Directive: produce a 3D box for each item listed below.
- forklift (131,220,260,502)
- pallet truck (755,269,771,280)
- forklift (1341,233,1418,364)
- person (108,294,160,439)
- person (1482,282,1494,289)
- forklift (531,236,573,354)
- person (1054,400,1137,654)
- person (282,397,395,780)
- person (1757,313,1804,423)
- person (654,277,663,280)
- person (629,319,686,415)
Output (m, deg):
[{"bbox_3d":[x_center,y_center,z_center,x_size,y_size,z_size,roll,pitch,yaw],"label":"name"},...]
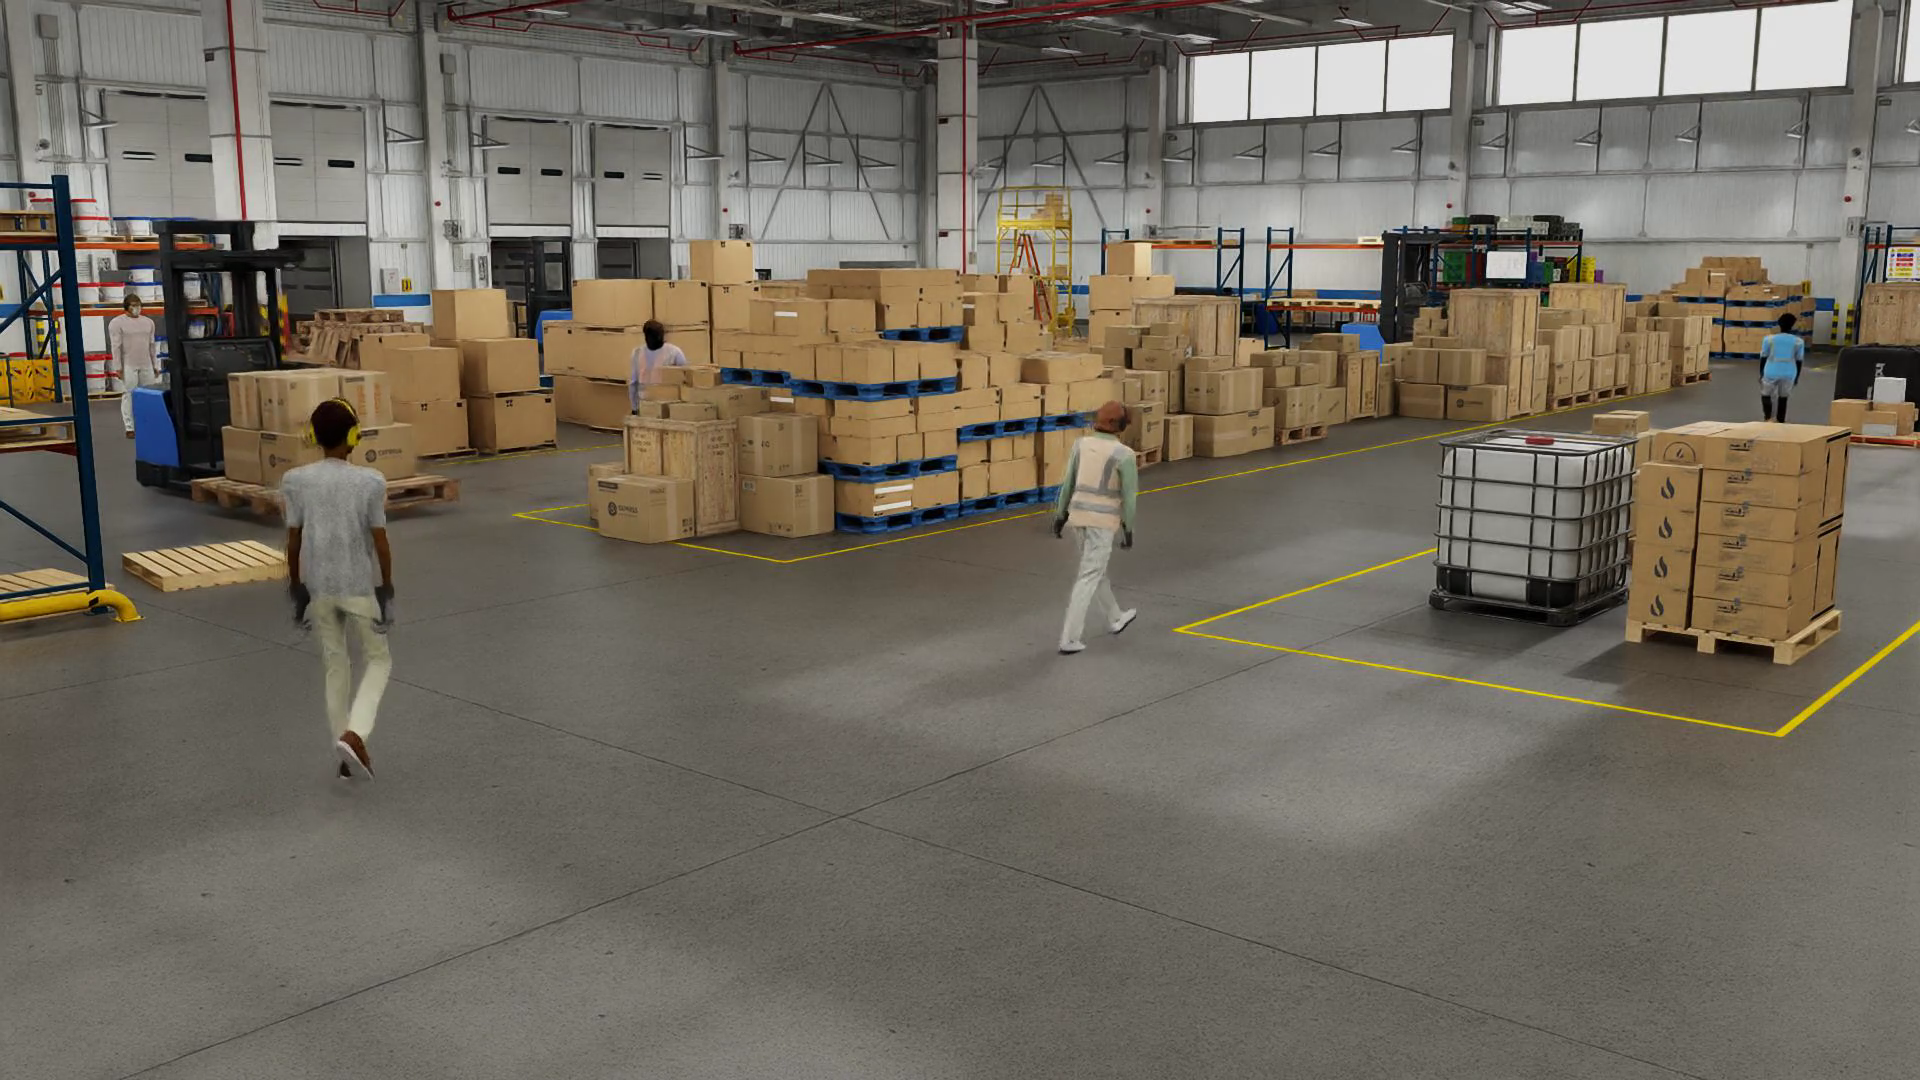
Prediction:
[{"bbox_3d":[-7.758,-1.913,17.283,1.873,2.768,1.129,8,13,40],"label":"forklift"},{"bbox_3d":[-4.996,-6.432,45.525,1.885,1.965,0.823,-6,12,-32],"label":"pallet truck"},{"bbox_3d":[8.358,-4.466,31.817,1.873,2.768,1.129,8,13,40],"label":"forklift"},{"bbox_3d":[-11.052,-2.327,22.322,0.372,1.940,0.632,6,12,31],"label":"person"},{"bbox_3d":[9.989,-3.976,31.824,0.959,1.908,0.640,-7,12,-36],"label":"person"},{"bbox_3d":[-9.601,-5.790,39.356,1.873,2.768,1.129,8,13,40],"label":"forklift"},{"bbox_3d":[0.895,-0.097,10.609,0.775,1.600,0.565,-9,14,-43],"label":"person"},{"bbox_3d":[-2.938,0.258,7.859,0.514,1.857,0.530,0,10,-2],"label":"person"},{"bbox_3d":[11.045,-2.214,22.400,0.547,1.676,0.393,3,11,18],"label":"person"},{"bbox_3d":[-6.509,-4.723,36.015,0.635,1.927,0.372,-4,11,-22],"label":"person"},{"bbox_3d":[-3.179,-1.449,17.715,0.637,1.814,0.868,3,10,18],"label":"person"}]
